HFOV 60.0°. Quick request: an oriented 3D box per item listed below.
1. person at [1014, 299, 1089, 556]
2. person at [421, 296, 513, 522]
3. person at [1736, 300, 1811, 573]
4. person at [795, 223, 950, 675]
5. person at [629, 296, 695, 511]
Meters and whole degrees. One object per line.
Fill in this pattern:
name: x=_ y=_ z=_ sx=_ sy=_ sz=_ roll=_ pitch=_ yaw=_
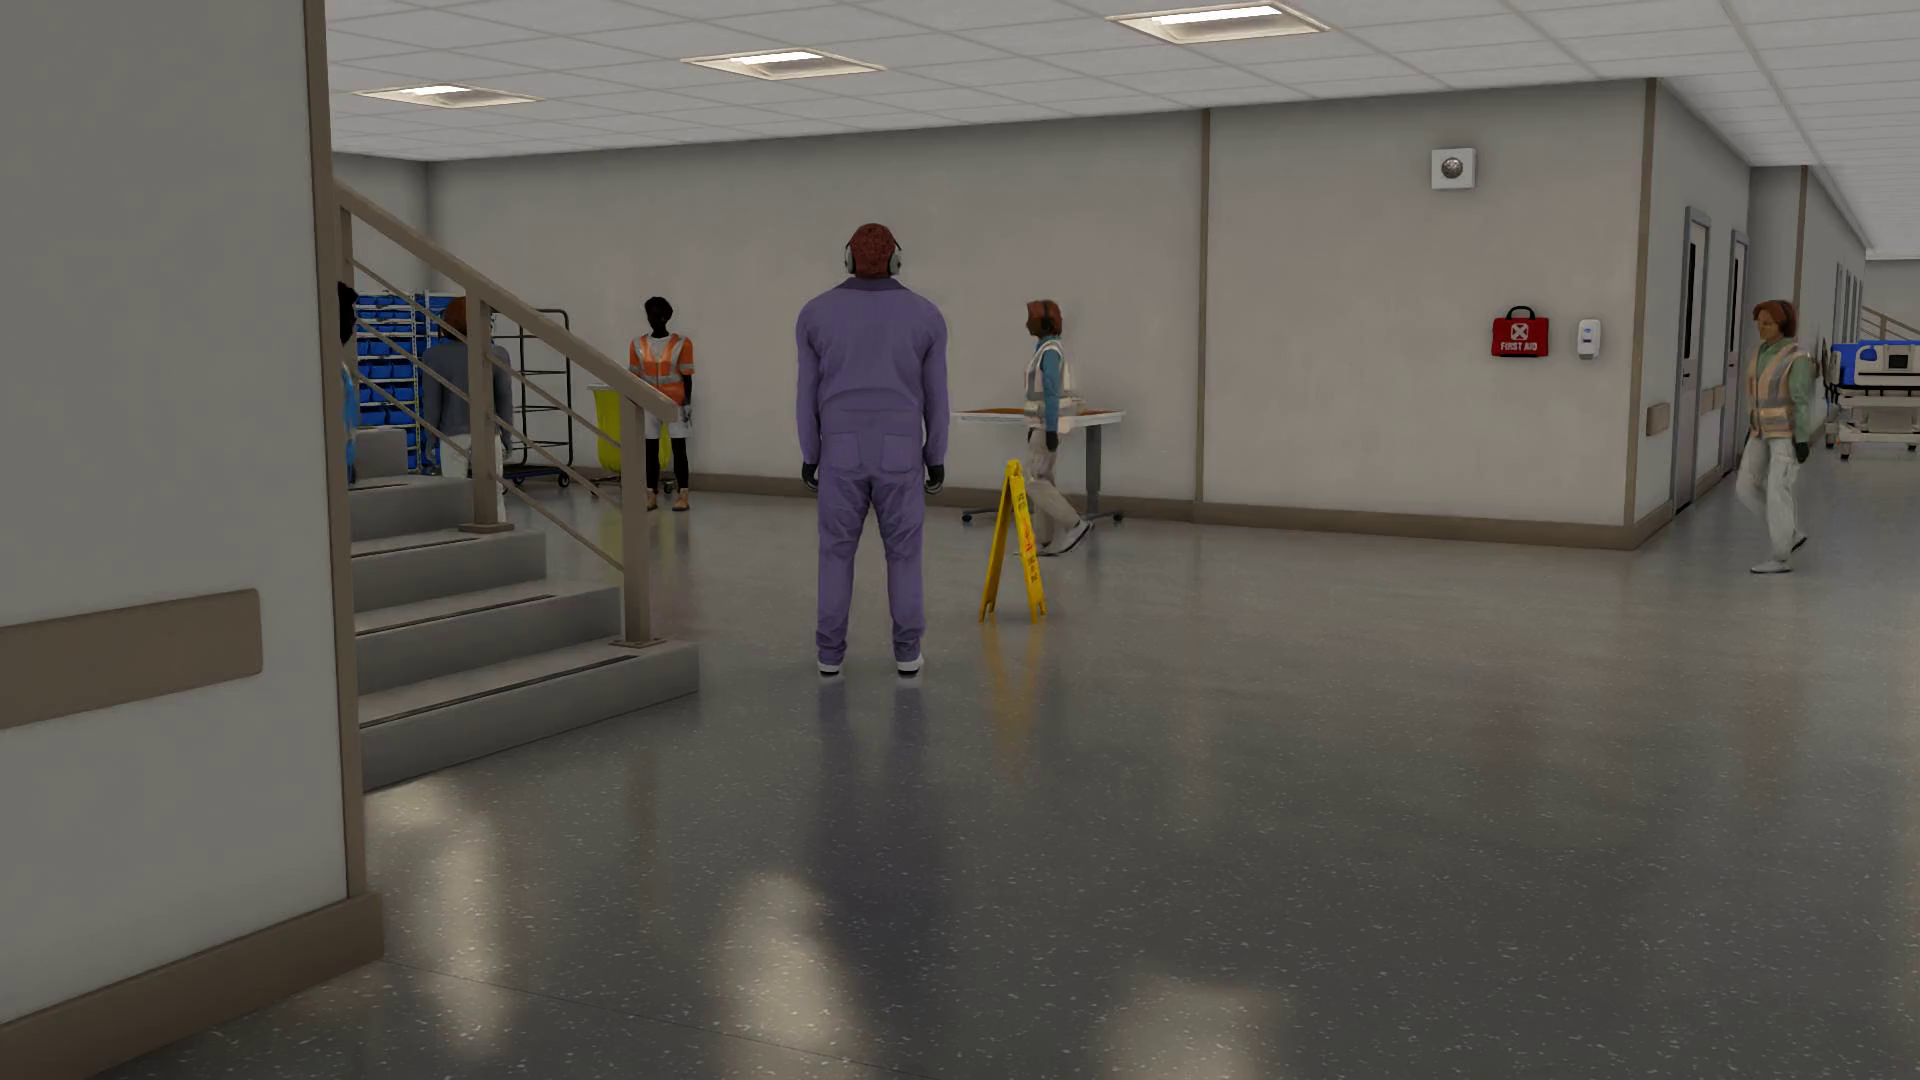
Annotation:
person: x=0.548 y=-0.688 z=10.426 sx=0.395 sy=1.627 sz=0.523 roll=0 pitch=7 yaw=2
person: x=-2.807 y=-0.571 z=9.508 sx=0.501 sy=1.631 sz=0.287 roll=-3 pitch=8 yaw=-22
person: x=4.833 y=-0.602 z=9.794 sx=0.457 sy=1.612 sz=0.538 roll=-1 pitch=8 yaw=-10
person: x=-0.365 y=-0.377 z=7.027 sx=0.644 sy=1.899 sz=0.397 roll=0 pitch=7 yaw=-1
person: x=-2.342 y=-1.062 z=13.069 sx=0.530 sy=1.688 sz=0.324 roll=1 pitch=7 yaw=4
